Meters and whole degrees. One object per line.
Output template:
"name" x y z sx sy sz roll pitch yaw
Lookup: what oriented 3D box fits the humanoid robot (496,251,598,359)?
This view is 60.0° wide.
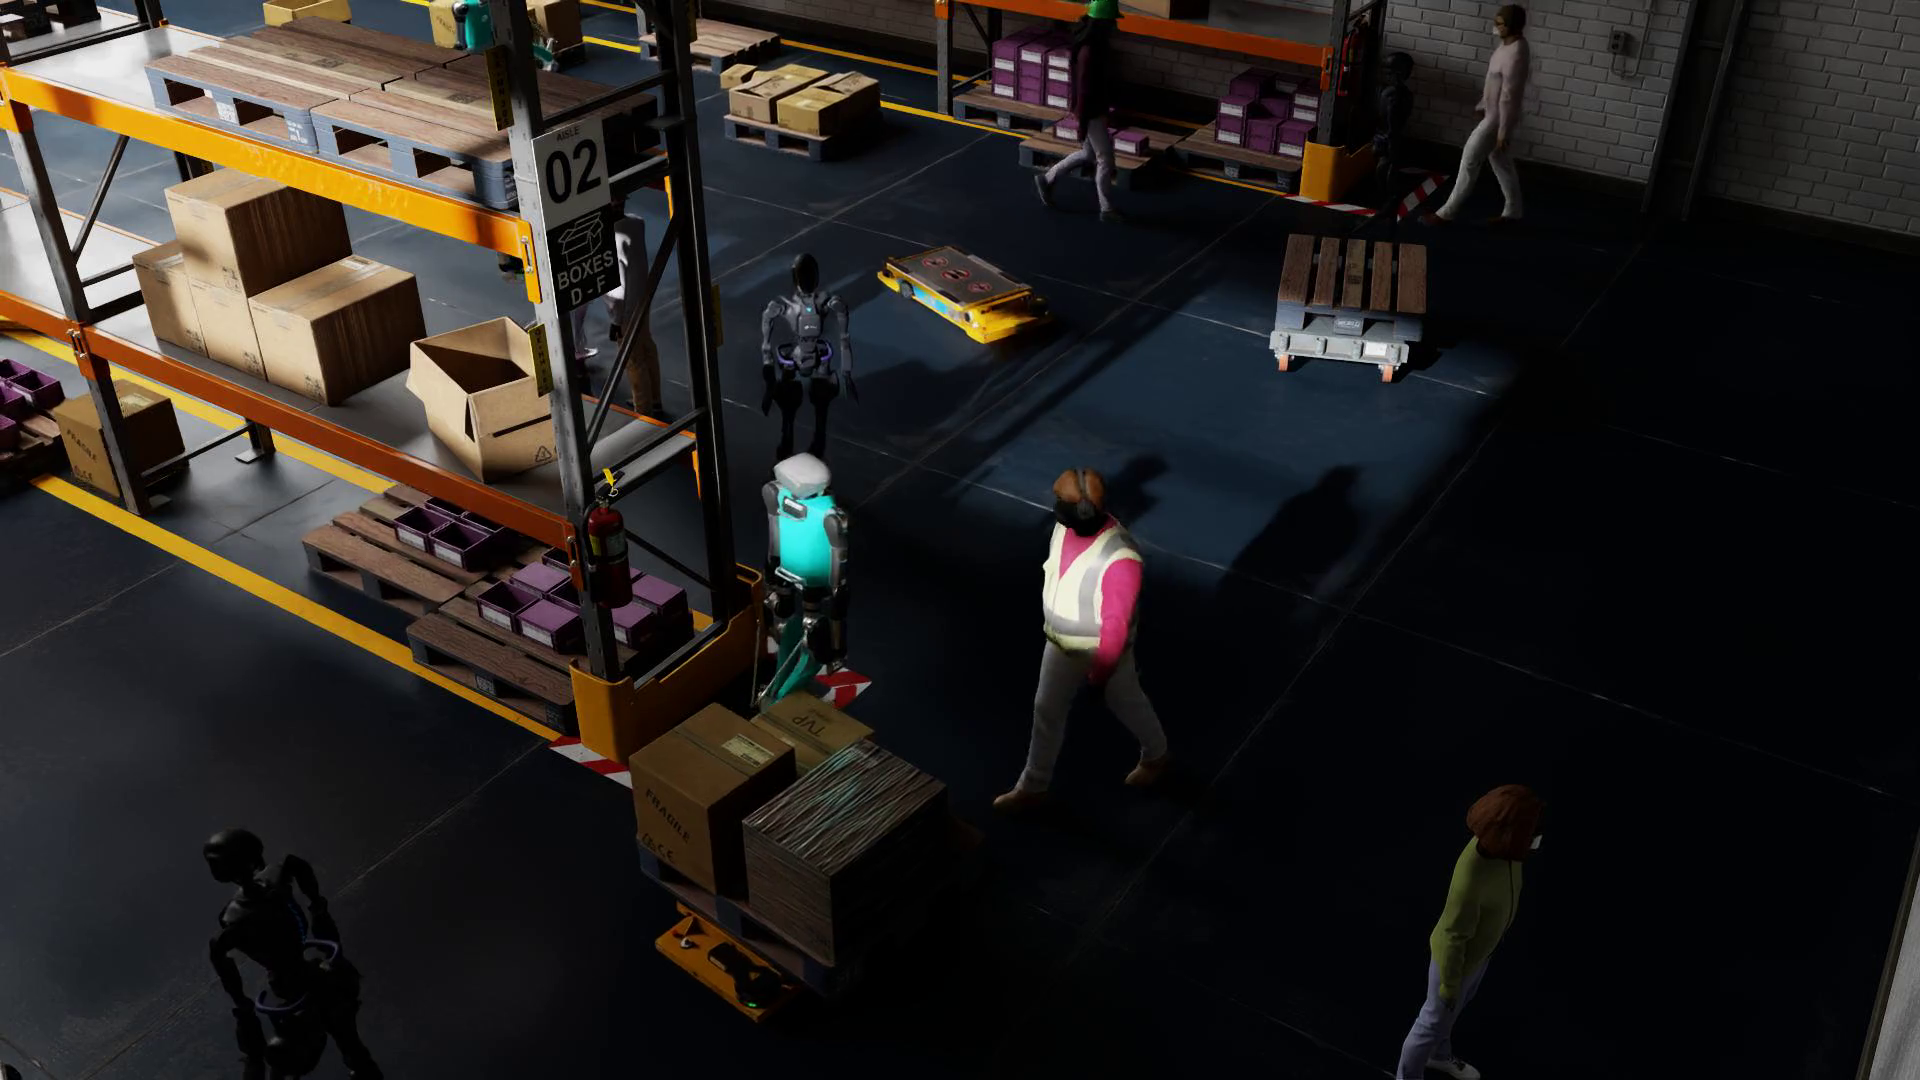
"humanoid robot" -2.907 -2.017 11.659 1.014 1.757 0.534 5 33 8

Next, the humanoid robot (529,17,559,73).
"humanoid robot" -4.163 -4.996 16.207 0.855 1.778 0.606 -24 40 -32

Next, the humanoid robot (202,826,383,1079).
"humanoid robot" -2.378 1.678 5.999 0.364 1.641 0.612 7 34 11

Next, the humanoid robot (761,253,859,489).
"humanoid robot" -0.931 -1.004 10.135 0.602 1.642 0.391 -10 34 -14

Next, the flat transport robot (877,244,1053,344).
"flat transport robot" 0.023 -1.923 12.829 0.659 0.231 1.431 -21 39 -29

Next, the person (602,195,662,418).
"person" -2.200 -1.549 10.894 0.336 1.748 0.563 5 33 7

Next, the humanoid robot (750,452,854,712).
"humanoid robot" -0.858 0.517 7.775 0.544 1.828 0.729 27 42 35

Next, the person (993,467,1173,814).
"person" 0.627 0.471 7.764 0.944 1.793 0.646 -18 37 -26

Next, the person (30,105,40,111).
"person" -9.234 -5.000 16.309 0.525 1.617 0.349 3 33 5

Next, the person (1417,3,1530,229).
"person" 4.388 -3.472 13.719 0.870 1.904 0.644 10 34 15

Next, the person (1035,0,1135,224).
"person" 1.071 -3.609 13.915 0.853 1.918 0.494 10 34 15

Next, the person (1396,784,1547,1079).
"person" 1.916 1.550 6.248 0.283 1.627 0.496 23 39 31

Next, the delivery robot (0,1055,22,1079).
"delivery robot" -3.874 2.225 6.209 0.786 0.614 0.501 -19 38 -27

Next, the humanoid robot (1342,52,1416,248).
"humanoid robot" 3.439 -3.107 13.364 0.550 1.648 0.600 10 34 14

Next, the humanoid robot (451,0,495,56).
"humanoid robot" -4.623 -4.348 15.262 1.011 1.753 0.552 17 37 24

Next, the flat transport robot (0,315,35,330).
"flat transport robot" -7.142 -2.036 13.002 0.659 0.231 1.431 4 33 6

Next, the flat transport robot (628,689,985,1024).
"flat transport robot" -0.620 1.544 7.500 0.659 0.231 1.431 25 40 33
